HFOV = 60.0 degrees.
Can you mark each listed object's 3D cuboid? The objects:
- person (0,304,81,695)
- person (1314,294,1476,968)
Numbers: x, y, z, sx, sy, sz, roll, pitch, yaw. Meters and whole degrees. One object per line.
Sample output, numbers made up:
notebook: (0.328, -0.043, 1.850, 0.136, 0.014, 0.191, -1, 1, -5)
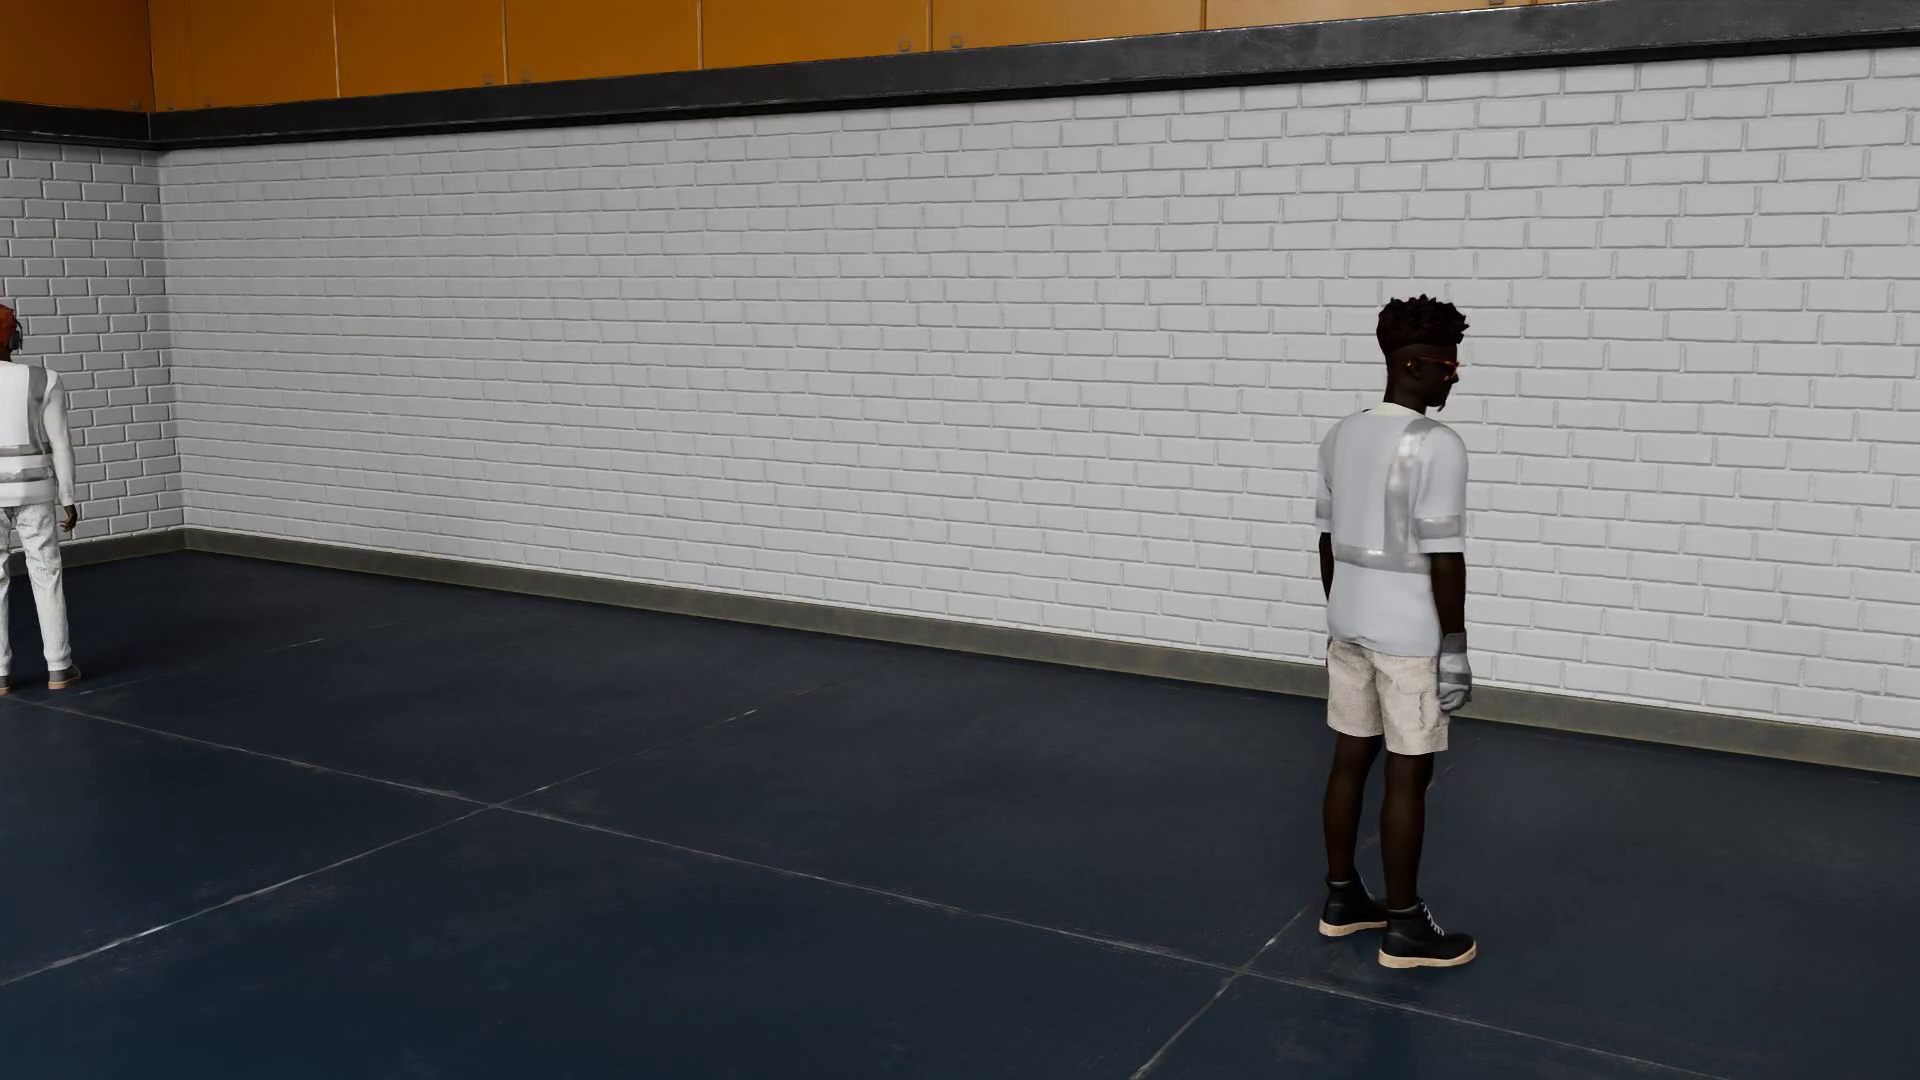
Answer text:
person: (-4.573, -0.192, 8.016, 0.574, 1.882, 0.356, -4, 10, -25)
person: (1.284, 0.265, 4.911, 0.372, 1.962, 0.603, -4, 10, -22)
